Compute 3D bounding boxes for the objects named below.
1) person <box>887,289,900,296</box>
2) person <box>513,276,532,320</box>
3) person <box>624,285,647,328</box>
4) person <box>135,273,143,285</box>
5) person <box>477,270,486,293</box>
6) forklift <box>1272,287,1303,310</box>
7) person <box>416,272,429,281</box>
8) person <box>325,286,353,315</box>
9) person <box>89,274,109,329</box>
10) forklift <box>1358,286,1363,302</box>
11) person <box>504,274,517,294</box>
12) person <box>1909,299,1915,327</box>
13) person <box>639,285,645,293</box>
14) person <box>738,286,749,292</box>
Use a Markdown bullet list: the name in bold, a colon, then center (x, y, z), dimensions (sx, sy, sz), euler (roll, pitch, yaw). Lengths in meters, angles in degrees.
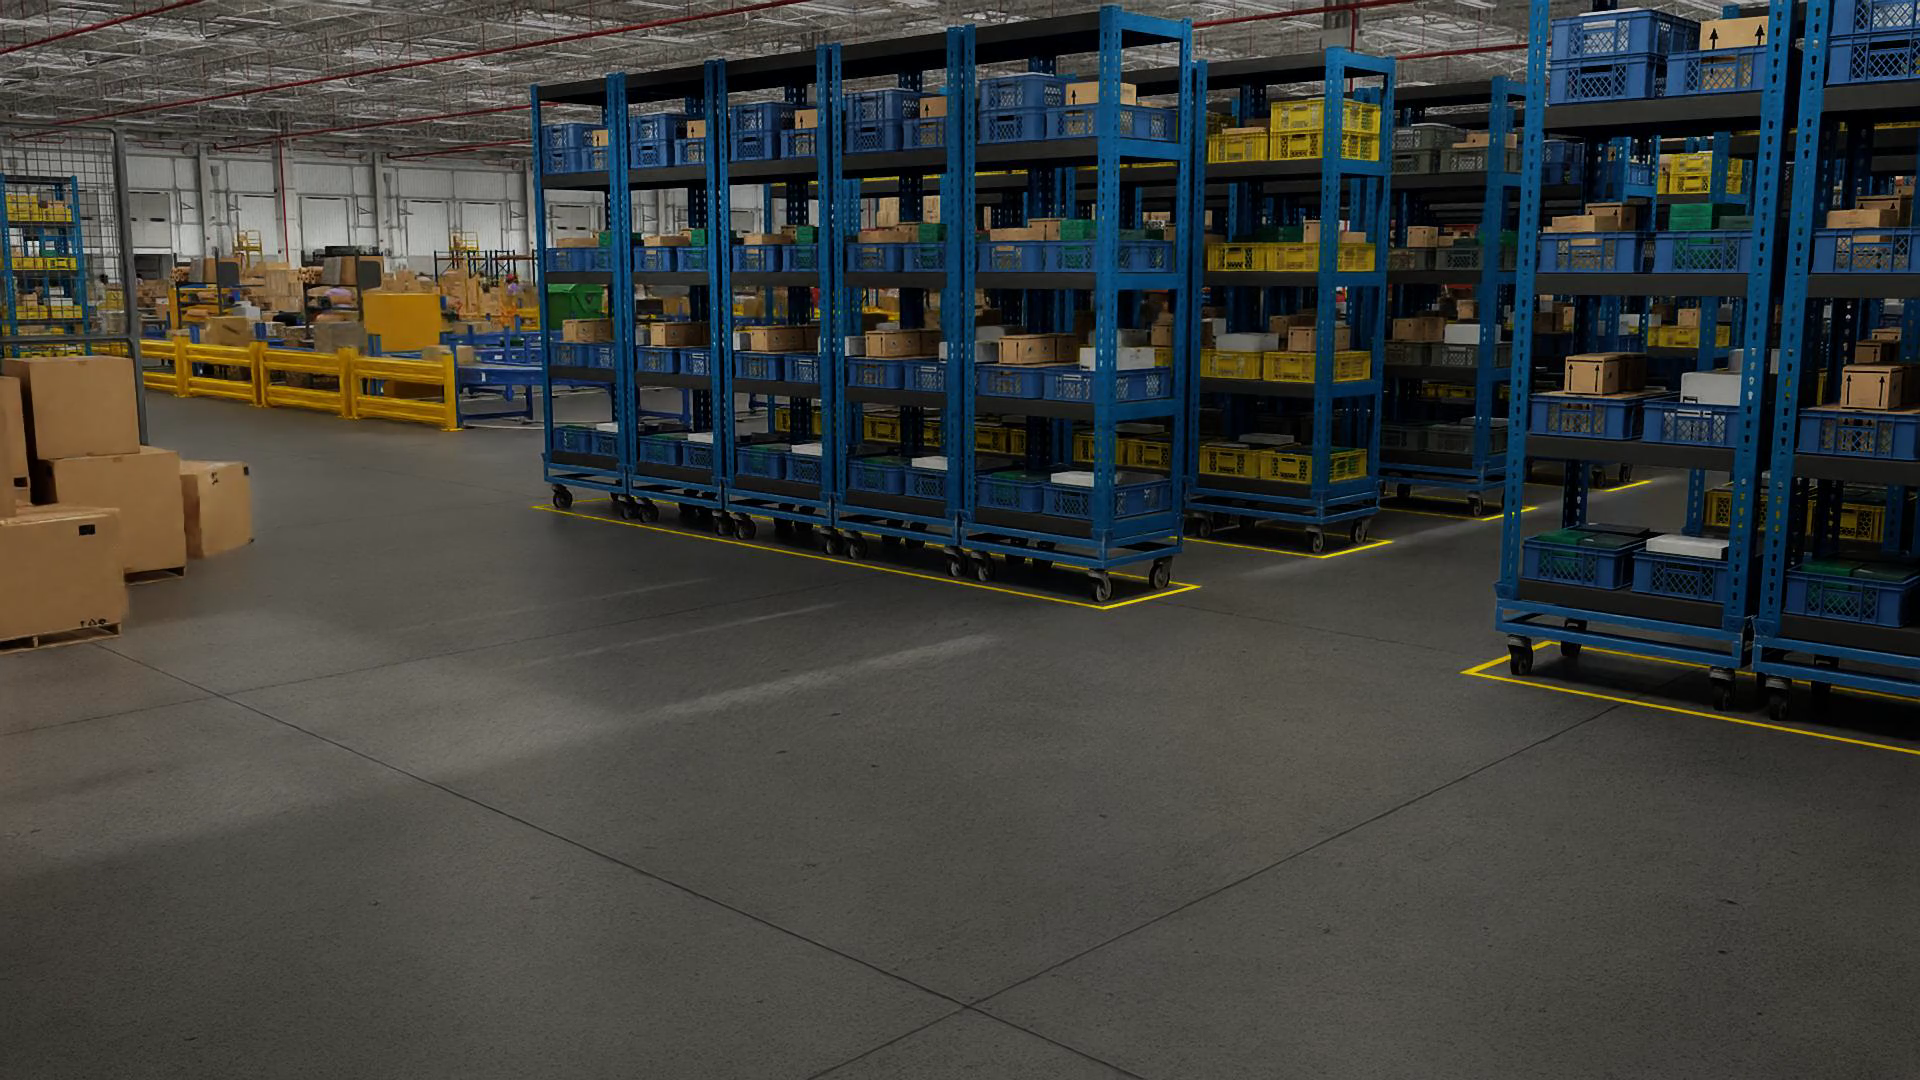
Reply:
- **person**: center (-2.336, -8.437, 58.929), dimensions (0.530, 1.812, 0.599), euler (7, 11, 35)
- **person**: center (-17.620, -9.720, 66.862), dimensions (0.567, 1.812, 0.875), euler (2, 9, 11)
- **person**: center (-7.022, -4.705, 35.822), dimensions (0.648, 1.891, 0.514), euler (-8, 12, -39)
- **person**: center (-42.603, -12.930, 86.402), dimensions (0.627, 1.844, 0.429), euler (6, 11, 30)
- **person**: center (-24.409, -12.808, 85.040), dimensions (0.716, 2.000, 0.692), euler (-4, 10, -26)
- **forklift**: center (10.769, -8.203, 54.240), dimensions (1.129, 2.768, 1.873), euler (8, 12, 42)
- **person**: center (-28.269, -13.130, 87.384), dimensions (0.668, 1.913, 0.731), euler (-7, 11, -35)
- **person**: center (-12.162, -4.233, 32.538), dimensions (0.448, 2.026, 0.648), euler (6, 11, 32)
- **person**: center (-28.662, -7.907, 55.372), dimensions (0.867, 1.928, 0.611), euler (-7, 11, -36)
- **forklift**: center (11.100, -7.017, 46.970), dimensions (1.873, 2.768, 1.129), euler (9, 13, 43)
- **person**: center (-15.821, -8.422, 58.644), dimensions (0.989, 1.891, 0.563), euler (-9, 13, -43)
- **person**: center (12.280, -2.392, 21.317), dimensions (0.384, 1.996, 0.610), euler (5, 11, 30)
- **person**: center (-12.027, -9.104, 62.708), dimensions (0.444, 1.923, 0.543), euler (-7, 11, -36)
- **person**: center (-10.464, -11.988, 80.499), dimensions (0.728, 1.882, 0.666), euler (1, 9, 5)
